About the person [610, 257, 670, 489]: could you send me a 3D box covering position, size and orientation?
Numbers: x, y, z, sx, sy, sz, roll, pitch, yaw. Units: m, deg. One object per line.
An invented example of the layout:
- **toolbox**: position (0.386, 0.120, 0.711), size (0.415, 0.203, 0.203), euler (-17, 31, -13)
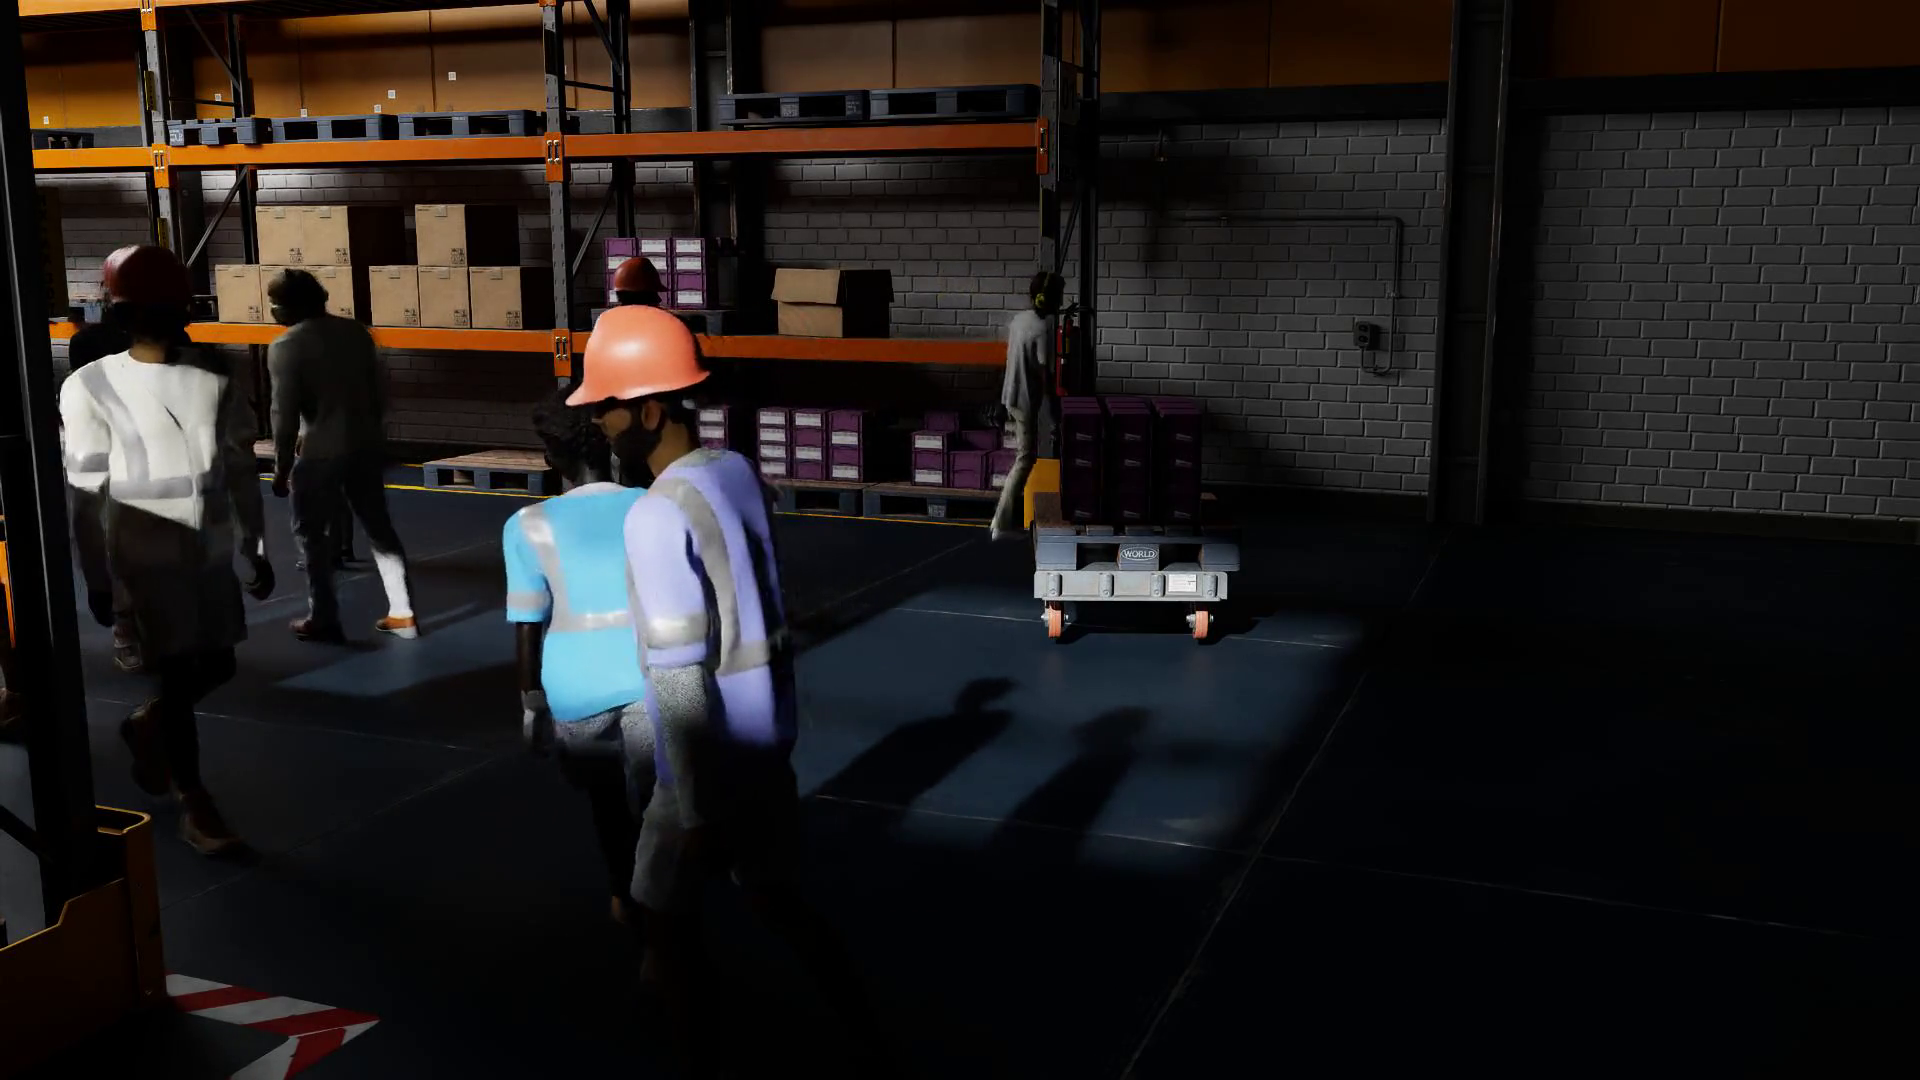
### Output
- **person**: position (-1.708, -0.532, 8.907), size (0.361, 1.939, 0.542), euler (1, 10, 6)

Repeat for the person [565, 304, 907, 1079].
- **person**: position (-0.443, 0.450, 3.574), size (0.735, 1.904, 0.577), euler (3, 11, 18)

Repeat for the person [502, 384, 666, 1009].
- **person**: position (-0.919, 0.403, 4.491), size (0.582, 1.643, 0.866), euler (-2, 10, -11)

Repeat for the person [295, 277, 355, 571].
- **person**: position (-3.972, -0.721, 10.285), size (0.403, 1.822, 0.588), euler (0, 10, -2)

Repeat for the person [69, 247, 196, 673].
- **person**: position (-3.880, -0.383, 7.921), size (0.381, 1.994, 0.622), euler (6, 12, 30)

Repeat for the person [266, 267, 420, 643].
- **person**: position (-3.136, -0.409, 8.336), size (0.620, 1.892, 0.672), euler (5, 11, 27)

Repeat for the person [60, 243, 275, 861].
- **person**: position (-2.690, 0.020, 5.597), size (0.821, 2.023, 0.610), euler (7, 13, 35)

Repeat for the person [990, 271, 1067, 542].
- **person**: position (0.442, -0.878, 11.143), size (0.485, 1.824, 0.566), euler (-4, 11, -22)

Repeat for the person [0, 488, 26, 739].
- **person**: position (-3.964, -0.201, 6.770), size (0.377, 2.045, 0.605), euler (-1, 10, -5)
